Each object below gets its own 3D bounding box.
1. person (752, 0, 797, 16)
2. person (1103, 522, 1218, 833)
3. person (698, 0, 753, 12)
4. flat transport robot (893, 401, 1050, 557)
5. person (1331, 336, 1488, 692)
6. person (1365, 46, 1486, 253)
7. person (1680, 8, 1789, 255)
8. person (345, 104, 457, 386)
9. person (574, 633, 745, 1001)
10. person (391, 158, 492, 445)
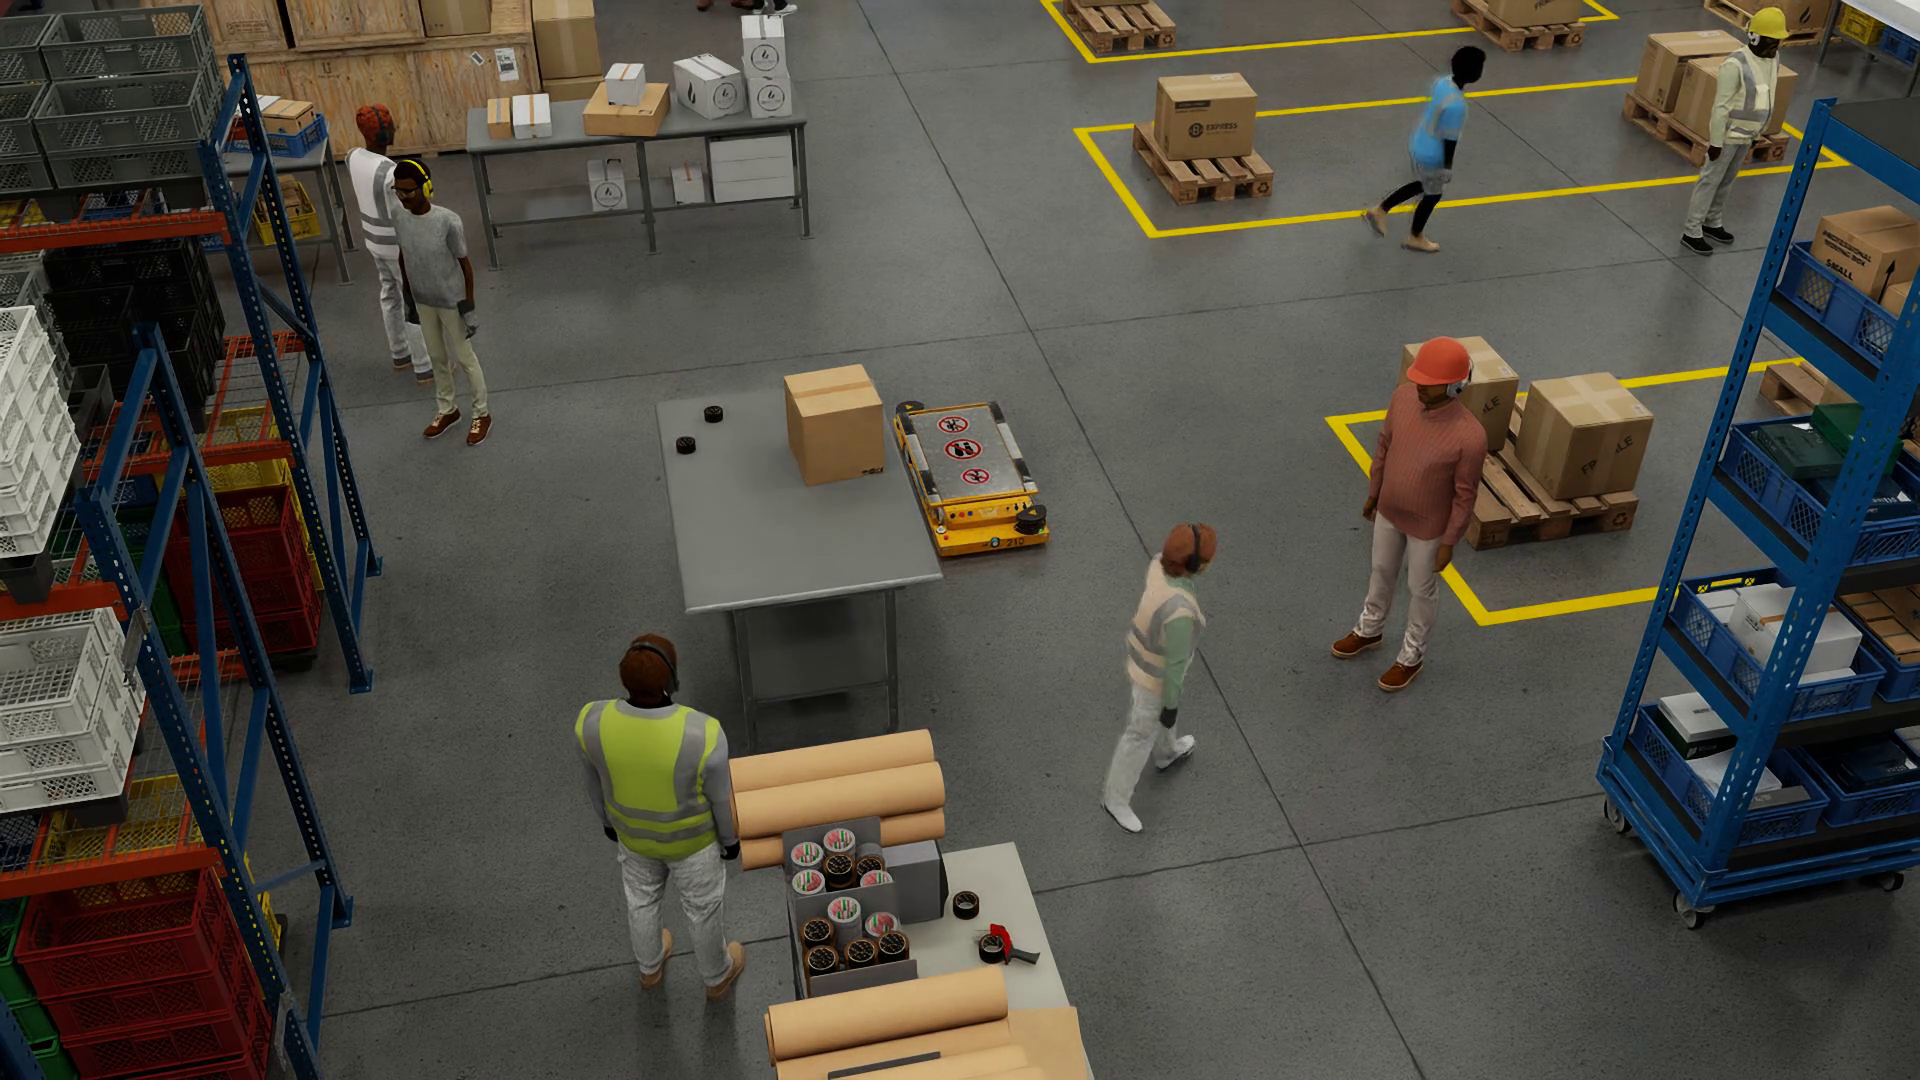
[{"bbox_3d":[-1.947,-6.160,16.439,0.587,1.920,0.390,14,39,19],"label":"person"},{"bbox_3d":[0.936,0.585,7.626,0.524,1.612,0.620,-2,37,-2],"label":"person"},{"bbox_3d":[-2.383,-6.203,16.542,0.669,1.874,0.421,2,37,3],"label":"person"},{"bbox_3d":[0.046,-0.430,10.108,0.652,0.197,1.431,-8,37,-10],"label":"flat transport robot"},{"bbox_3d":[2.255,-0.133,8.276,0.376,1.995,0.609,-23,42,-27],"label":"person"},{"bbox_3d":[3.404,-2.850,12.205,0.617,1.660,0.565,6,37,8],"label":"person"},{"bbox_3d":[5.747,-3.027,12.299,0.591,1.833,0.403,-25,44,-30],"label":"person"},{"bbox_3d":[-3.650,-1.897,10.751,0.578,1.872,0.343,29,45,33],"label":"person"},{"bbox_3d":[-1.170,1.139,6.704,0.629,1.836,0.430,7,37,9],"label":"person"},{"bbox_3d":[-3.179,-1.441,10.136,0.517,1.873,0.328,11,38,14],"label":"person"}]
